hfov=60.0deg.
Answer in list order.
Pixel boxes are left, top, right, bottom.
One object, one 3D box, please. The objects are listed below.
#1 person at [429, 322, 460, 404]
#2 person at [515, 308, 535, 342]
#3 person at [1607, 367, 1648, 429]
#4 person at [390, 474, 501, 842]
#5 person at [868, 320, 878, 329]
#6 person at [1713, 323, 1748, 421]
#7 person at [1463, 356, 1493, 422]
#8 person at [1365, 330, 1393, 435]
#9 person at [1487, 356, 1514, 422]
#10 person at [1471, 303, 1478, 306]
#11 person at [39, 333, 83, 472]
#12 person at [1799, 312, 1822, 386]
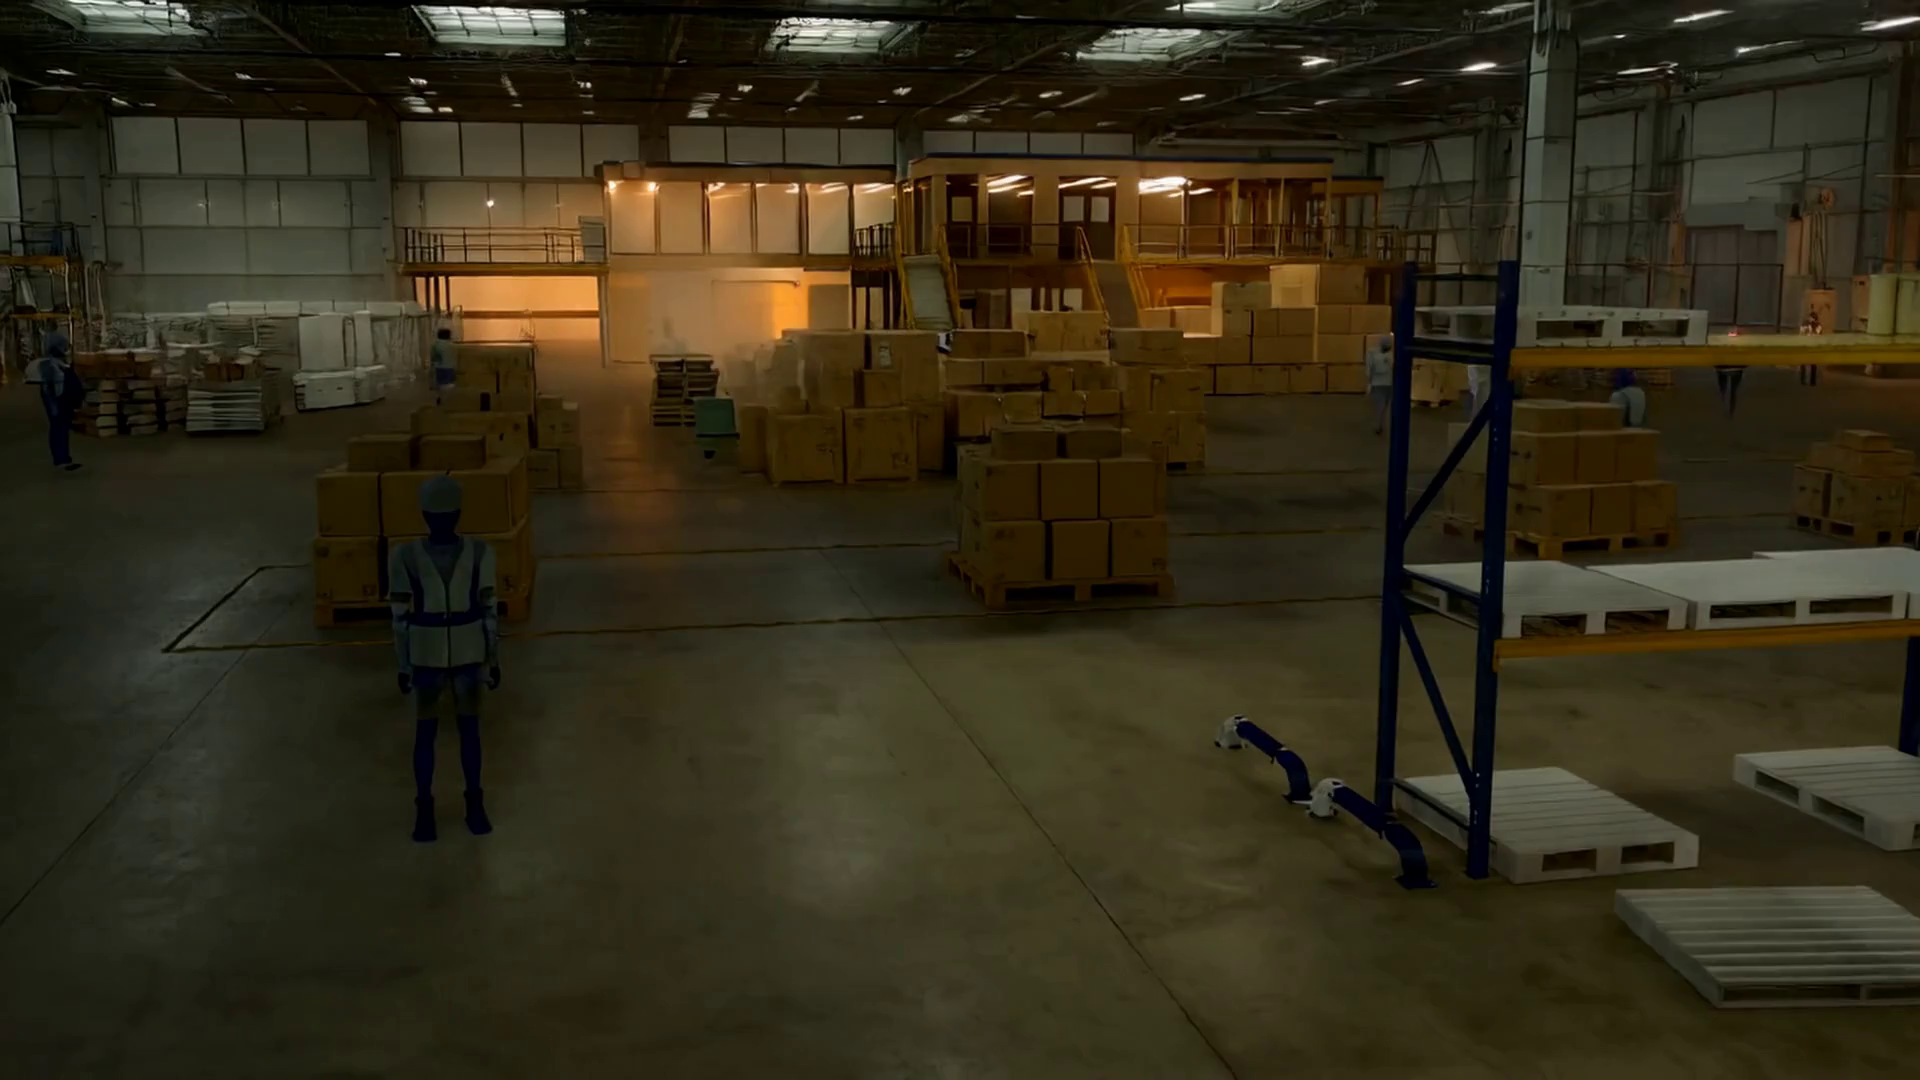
[{"bbox_3d":[-9.212,-2.910,29.980,0.624,2.022,0.712,-9,13,-42],"label":"person"},{"bbox_3d":[-12.350,-5.657,47.252,0.574,1.851,0.957,0,9,-2],"label":"person"},{"bbox_3d":[7.977,-1.166,19.930,0.644,1.825,0.515,-6,11,-30],"label":"person"},{"bbox_3d":[-2.692,0.613,8.753,0.545,1.939,0.374,-4,10,-22],"label":"person"},{"bbox_3d":[-2.066,-4.124,38.108,0.669,1.793,0.718,1,9,5],"label":"person"},{"bbox_3d":[15.205,-3.326,32.806,0.613,1.926,0.694,6,11,32],"label":"person"},{"bbox_3d":[9.506,-2.898,30.334,0.636,1.894,1.032,-1,9,-7],"label":"person"},{"bbox_3d":[7.594,-2.809,29.808,0.594,1.874,0.927,0,9,-1],"label":"person"},{"bbox_3d":[8.531,-2.227,26.063,1.023,1.951,0.624,9,13,44],"label":"person"},{"bbox_3d":[15.149,-5.960,48.768,0.875,1.961,0.605,8,12,40],"label":"person"},{"bbox_3d":[-13.232,-2.029,24.543,0.538,2.000,0.683,-2,10,-14],"label":"person"},{"bbox_3d":[21.694,-4.889,42.482,0.534,1.887,1.023,3,10,18],"label":"person"}]
